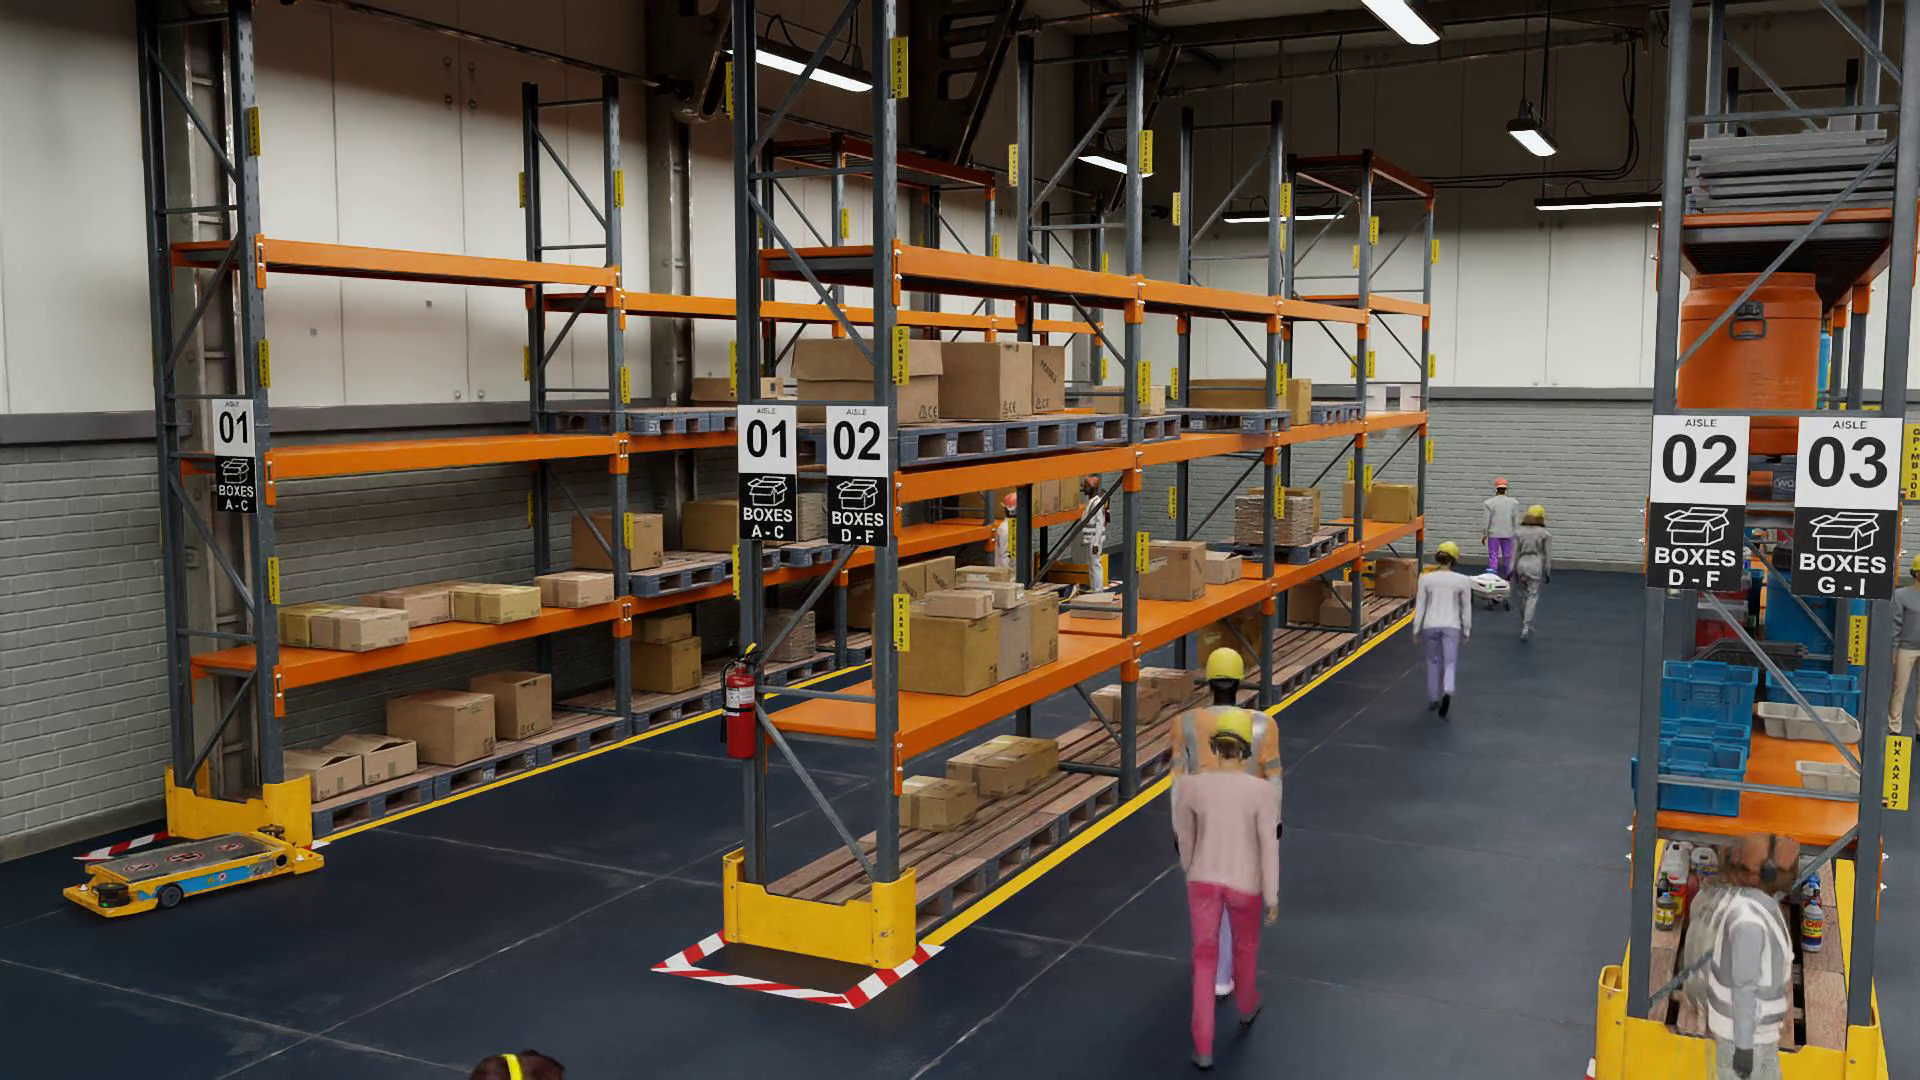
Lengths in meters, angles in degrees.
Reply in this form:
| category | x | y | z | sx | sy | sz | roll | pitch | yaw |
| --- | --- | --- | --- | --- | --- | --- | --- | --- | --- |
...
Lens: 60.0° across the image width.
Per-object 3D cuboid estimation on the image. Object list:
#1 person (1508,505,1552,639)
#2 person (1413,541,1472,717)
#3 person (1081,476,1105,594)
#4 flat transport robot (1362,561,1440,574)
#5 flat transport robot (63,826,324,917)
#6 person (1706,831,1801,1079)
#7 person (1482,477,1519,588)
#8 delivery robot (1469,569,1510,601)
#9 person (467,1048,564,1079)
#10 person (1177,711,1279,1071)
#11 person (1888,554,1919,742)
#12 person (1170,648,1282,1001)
| category | x | y | z | sx | sy | sz | roll | pitch | yaw |
| --- | --- | --- | --- | --- | --- | --- | --- | --- | --- |
| person | 7.257 | 0.403 | 21.238 | 0.523 | 1.697 | 0.846 | 4 | 7 | 35 |
| person | 4.769 | 0.876 | 16.476 | 0.558 | 1.731 | 0.748 | 3 | 6 | 24 |
| person | 1.926 | 0.018 | 24.066 | 0.337 | 1.882 | 0.583 | -1 | 6 | -6 |
| flat transport robot | 7.257 | 0.485 | 27.285 | 0.652 | 0.197 | 1.431 | -5 | 8 | -41 |
| flat transport robot | -5.029 | 2.164 | 10.962 | 0.652 | 0.197 | 1.431 | 5 | 8 | 40 |
| person | 3.073 | 1.941 | 6.662 | 0.668 | 1.610 | 0.509 | 4 | 7 | 31 |
| person | 8.383 | -0.100 | 25.837 | 0.560 | 1.752 | 0.326 | 0 | 6 | -3 |
| delivery robot | 7.570 | 0.657 | 23.796 | 0.477 | 0.478 | 0.707 | -1 | 6 | -10 |
| person | -1.052 | 2.103 | 3.881 | 0.333 | 1.867 | 0.515 | -3 | 7 | -27 |
| person | 1.347 | 1.718 | 8.358 | 0.547 | 1.694 | 0.942 | 2 | 6 | 20 |
| person | 8.715 | 0.995 | 15.125 | 0.525 | 1.772 | 0.306 | 0 | 6 | 2 |
| person | 1.500 | 1.536 | 9.333 | 0.597 | 1.878 | 0.980 | 2 | 6 | 18 |
